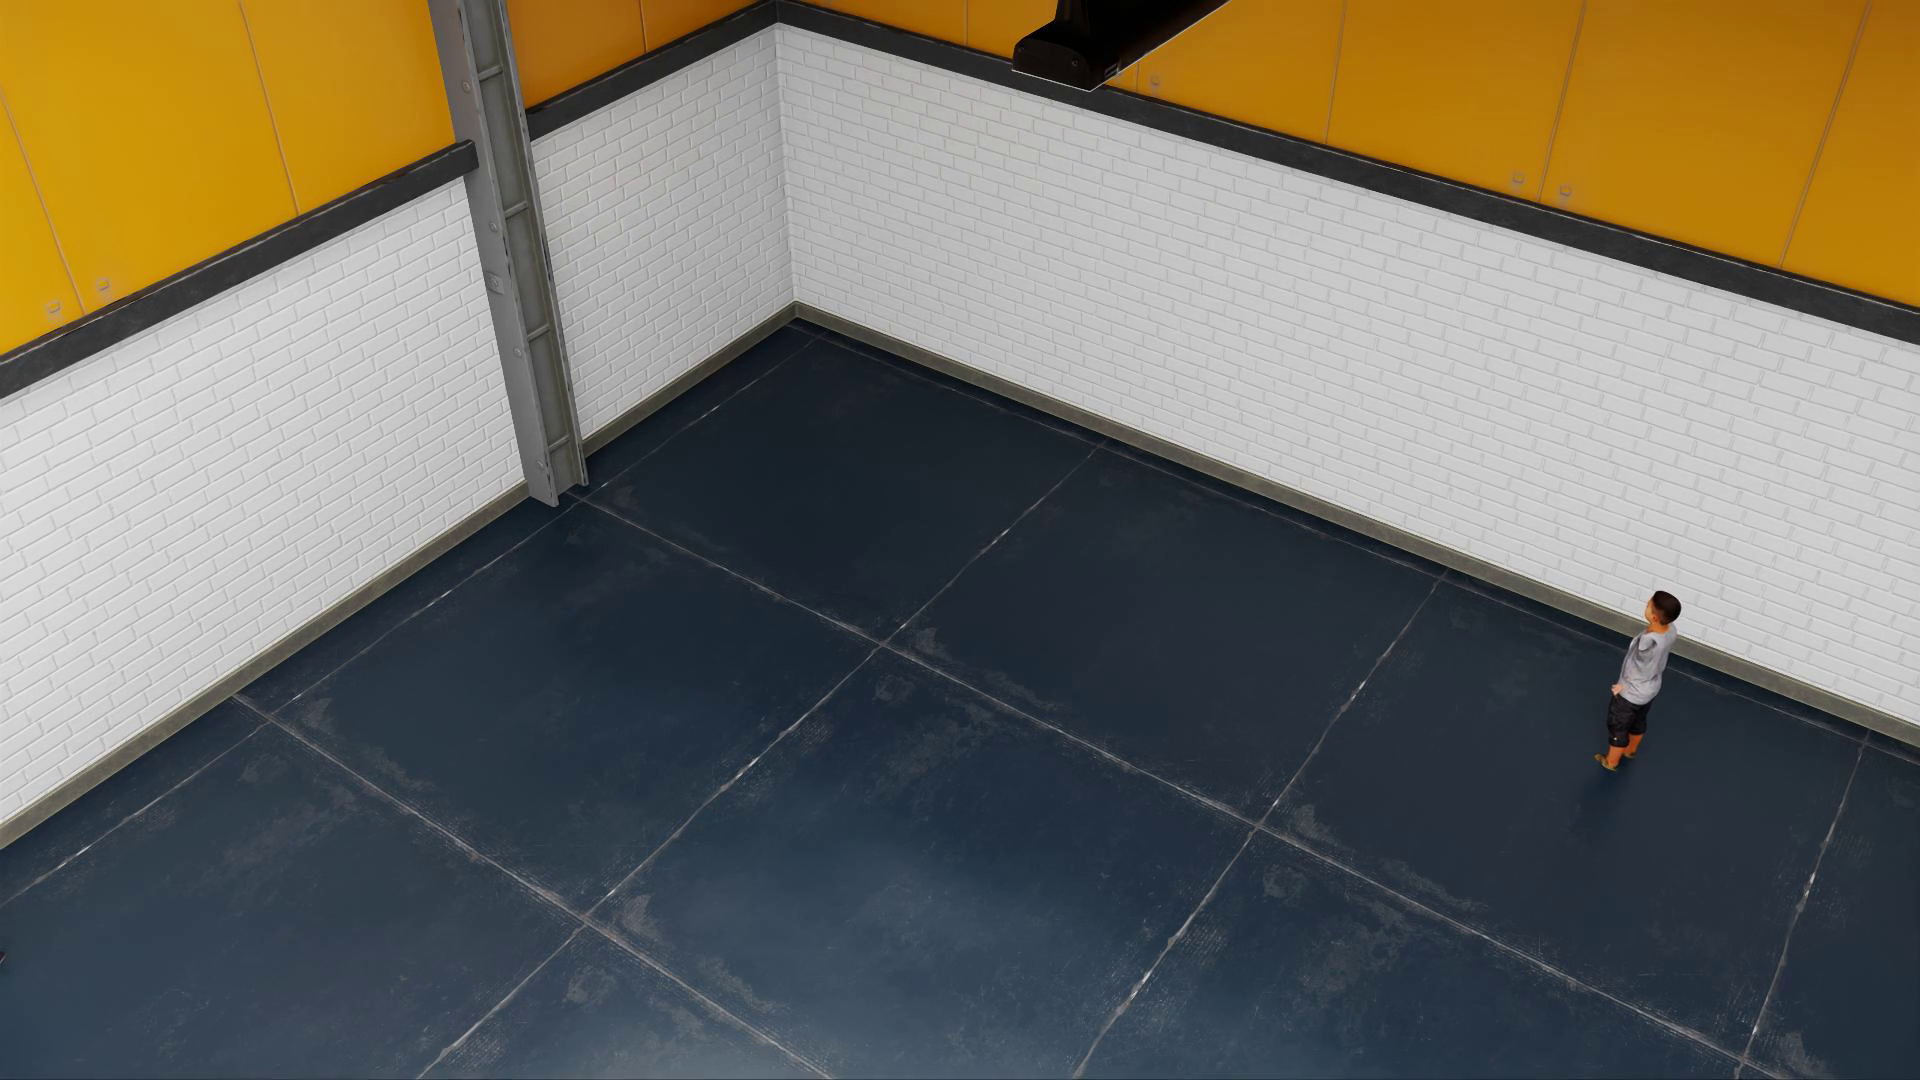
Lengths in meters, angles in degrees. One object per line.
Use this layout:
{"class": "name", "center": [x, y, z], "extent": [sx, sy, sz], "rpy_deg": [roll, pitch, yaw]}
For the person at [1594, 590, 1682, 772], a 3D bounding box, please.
{"class": "person", "center": [4.357, 0.871, 10.623], "extent": [0.512, 1.453, 0.661], "rpy_deg": [-29, 47, -31]}
